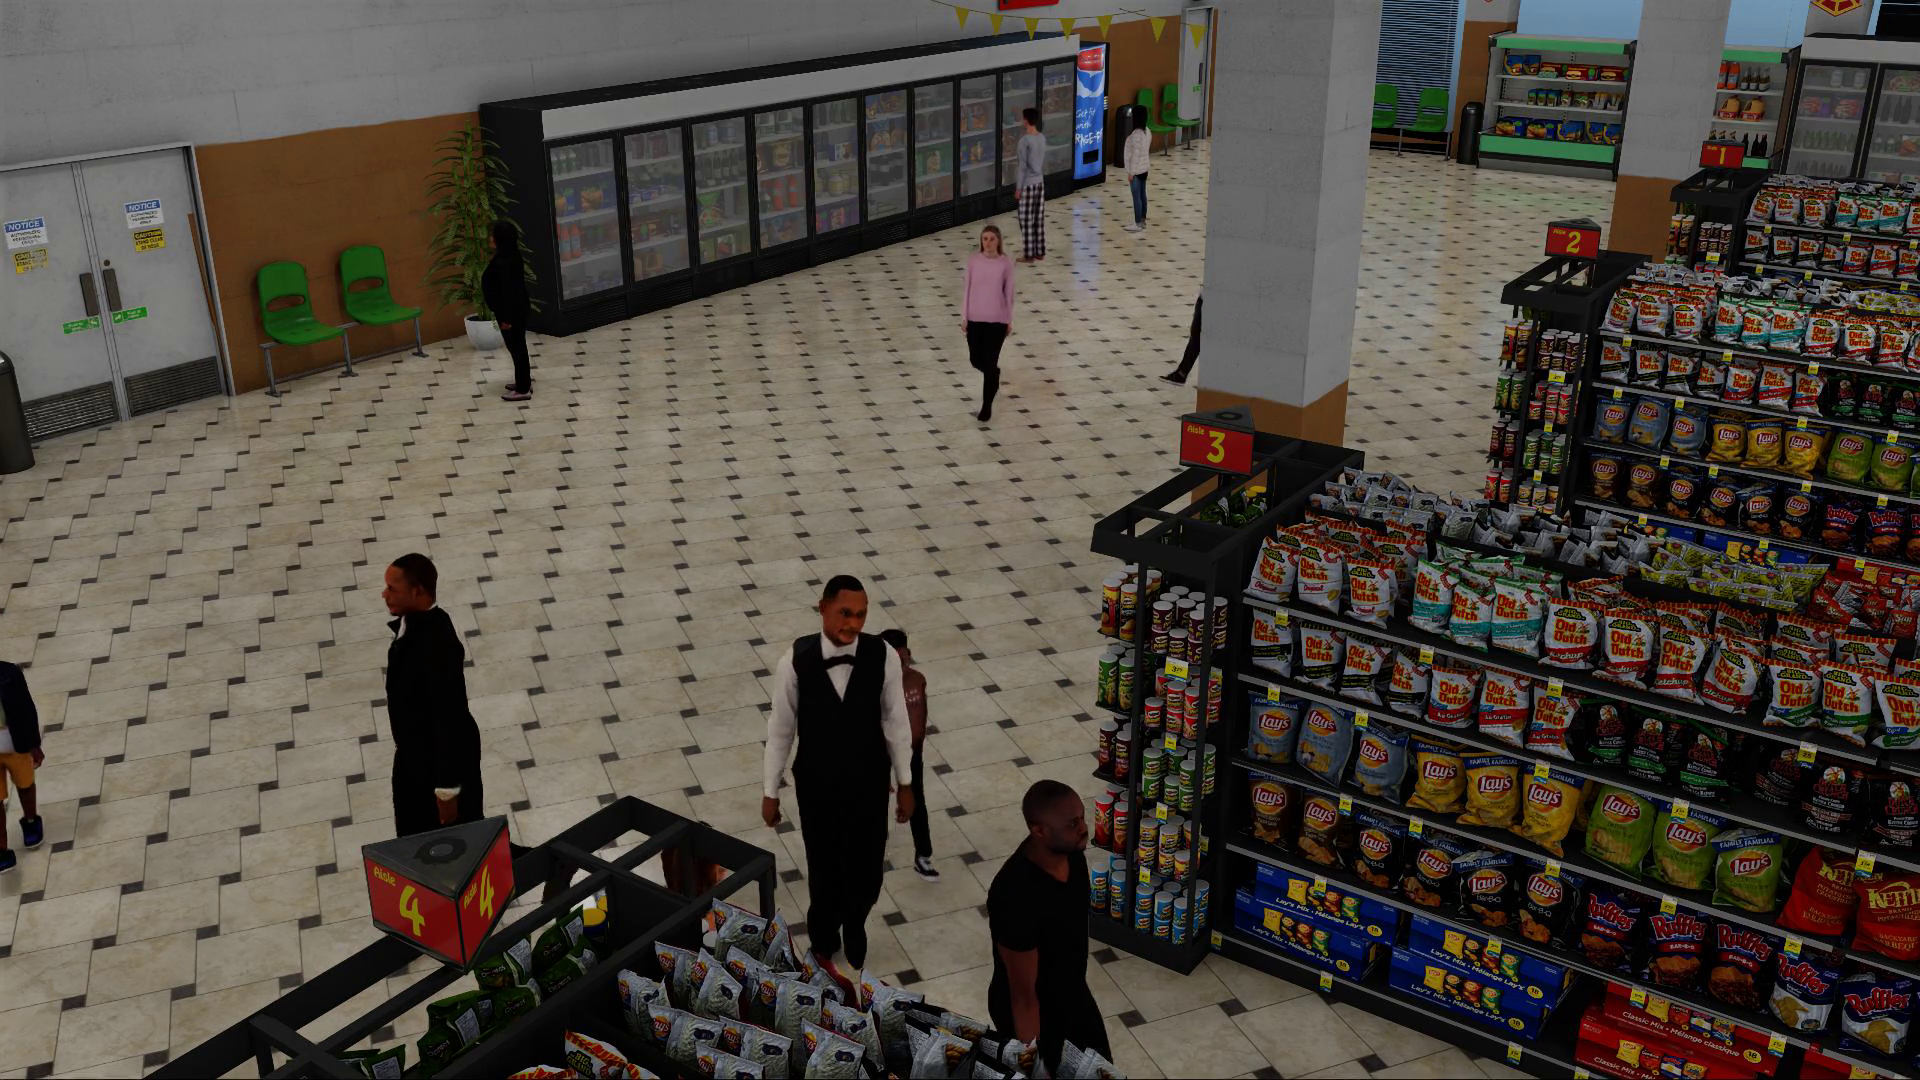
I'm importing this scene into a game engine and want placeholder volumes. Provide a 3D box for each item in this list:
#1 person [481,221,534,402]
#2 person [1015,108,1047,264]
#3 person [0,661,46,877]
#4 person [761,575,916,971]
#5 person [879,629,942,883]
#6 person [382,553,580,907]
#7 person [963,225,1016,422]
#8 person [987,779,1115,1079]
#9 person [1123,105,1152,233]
[{"bbox_3d":[-4.044,-2.074,15.012,0.819,1.616,0.769,-2,22,-5],"label":"person"},{"bbox_3d":[0.871,-4.329,20.313,0.561,1.847,0.646,18,28,37],"label":"person"},{"bbox_3d":[-4.607,0.942,8.001,0.747,1.246,0.904,-11,24,-25],"label":"person"},{"bbox_3d":[-0.473,0.971,7.047,0.879,1.903,0.991,2,22,5],"label":"person"},{"bbox_3d":[-0.352,0.981,7.942,0.800,1.217,1.014,-12,25,-27],"label":"person"},{"bbox_3d":[-2.142,0.943,7.149,1.099,1.879,1.222,-12,25,-26],"label":"person"},{"bbox_3d":[0.255,-1.929,14.577,1.019,1.670,0.855,6,23,15],"label":"person"},{"bbox_3d":[0.205,1.585,5.645,0.659,1.810,0.710,12,25,27],"label":"person"},{"bbox_3d":[2.378,-4.953,22.150,0.581,1.636,0.647,11,24,26],"label":"person"}]
